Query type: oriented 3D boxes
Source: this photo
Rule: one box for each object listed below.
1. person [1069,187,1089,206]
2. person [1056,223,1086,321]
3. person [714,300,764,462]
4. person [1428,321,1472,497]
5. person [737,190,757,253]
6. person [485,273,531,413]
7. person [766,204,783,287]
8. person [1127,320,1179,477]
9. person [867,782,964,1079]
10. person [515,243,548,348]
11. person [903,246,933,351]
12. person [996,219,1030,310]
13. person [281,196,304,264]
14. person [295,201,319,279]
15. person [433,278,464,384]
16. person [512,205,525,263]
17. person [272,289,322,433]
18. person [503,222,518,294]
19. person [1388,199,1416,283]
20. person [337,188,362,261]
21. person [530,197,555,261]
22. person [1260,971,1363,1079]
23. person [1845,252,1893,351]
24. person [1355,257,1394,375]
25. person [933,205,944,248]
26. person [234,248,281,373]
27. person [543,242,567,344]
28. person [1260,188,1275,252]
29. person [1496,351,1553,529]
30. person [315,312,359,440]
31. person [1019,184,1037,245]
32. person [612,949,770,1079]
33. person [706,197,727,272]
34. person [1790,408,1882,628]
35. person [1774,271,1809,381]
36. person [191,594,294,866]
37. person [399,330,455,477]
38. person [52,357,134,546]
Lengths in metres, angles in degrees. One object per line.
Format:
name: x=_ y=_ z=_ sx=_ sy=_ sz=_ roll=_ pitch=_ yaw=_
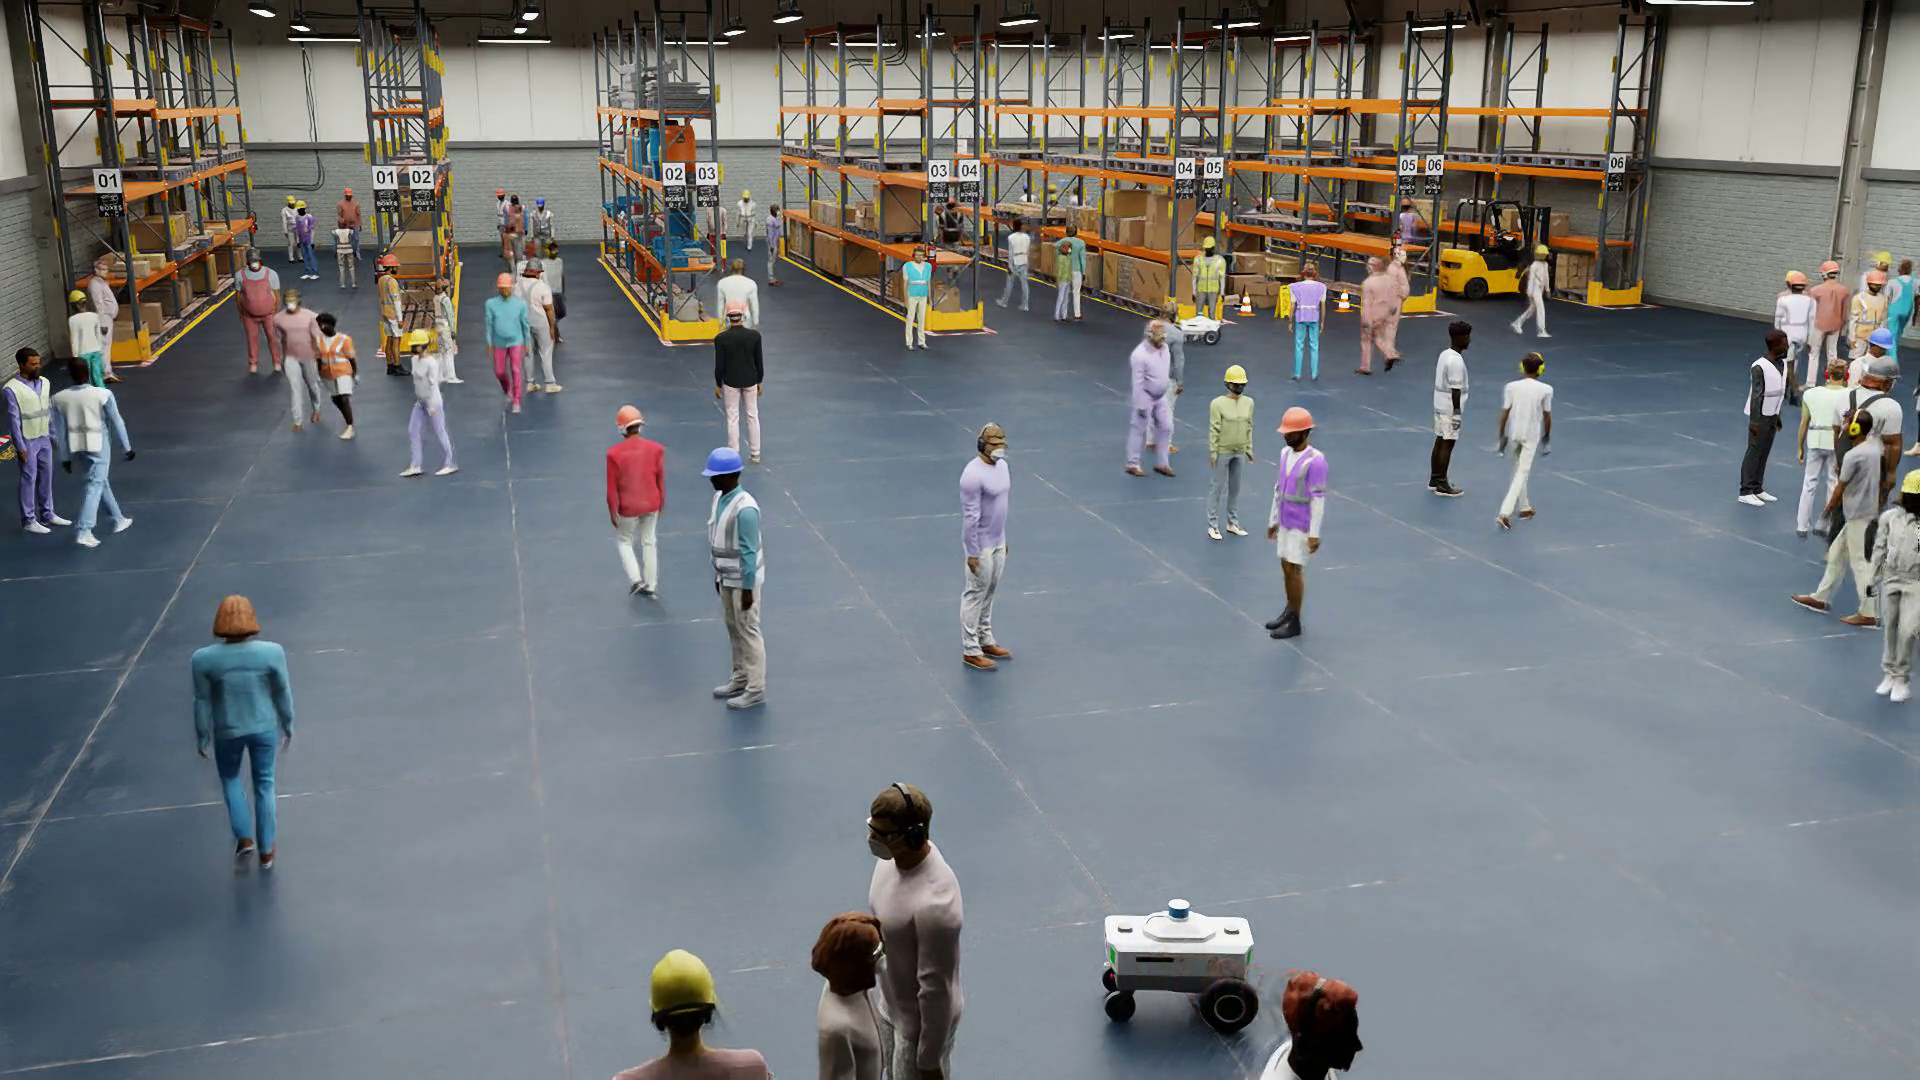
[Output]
person: x=3.495 y=-9.475 z=49.063 sx=0.635 sy=1.806 sz=0.647 roll=-5 pitch=16 yaw=-19
person: x=2.220 y=-5.347 z=33.255 sx=0.627 sy=1.940 sz=0.373 roll=5 pitch=16 yaw=17
person: x=-2.689 y=-1.915 z=20.248 sx=0.609 sy=1.986 sz=0.391 roll=-6 pitch=16 yaw=-22
person: x=5.505 y=-1.482 z=18.655 sx=0.364 sy=1.964 sz=0.612 roll=0 pitch=15 yaw=1
person: x=-6.163 y=-9.263 z=48.241 sx=0.597 sy=1.803 sz=0.667 roll=0 pitch=15 yaw=0
person: x=-6.401 y=-2.803 z=23.595 sx=0.631 sy=1.982 sz=0.537 roll=-2 pitch=15 yaw=-8
person: x=-4.411 y=-6.995 z=39.455 sx=0.369 sy=1.938 sz=0.630 roll=2 pitch=15 yaw=7
person: x=2.269 y=-1.638 z=19.428 sx=0.656 sy=1.870 sz=0.746 roll=-13 pitch=20 yaw=-41
person: x=-0.176 y=1.816 z=6.320 sx=0.374 sy=1.933 sz=0.625 roll=-5 pitch=16 yaw=-17
person: x=-7.554 y=-4.310 z=29.475 sx=0.542 sy=1.870 sz=0.621 roll=13 pitch=20 yaw=40
person: x=-0.756 y=-4.279 z=29.429 sx=0.563 sy=1.837 sz=0.395 roll=-9 pitch=17 yaw=-29
person: x=1.157 y=-5.826 z=35.161 sx=0.624 sy=1.874 sz=0.968 roll=-11 pitch=18 yaw=-35
person: x=-17.953 y=-8.348 z=44.788 sx=0.404 sy=1.822 sz=0.600 roll=9 pitch=17 yaw=31
person: x=-16.126 y=-7.381 z=40.947 sx=0.584 sy=1.919 sz=0.391 roll=8 pitch=17 yaw=28
person: x=-8.034 y=-3.262 z=25.981 sx=0.309 sy=1.641 sz=0.514 roll=-13 pitch=20 yaw=-41
person: x=-11.805 y=-8.131 z=44.365 sx=0.456 sy=1.605 sz=0.549 roll=-9 pitch=17 yaw=-30
person: x=-8.881 y=-2.451 z=22.446 sx=0.643 sy=1.906 sz=0.964 roll=-3 pitch=15 yaw=-10
person: x=-10.206 y=-6.403 z=37.818 sx=0.531 sy=1.631 sz=0.320 roll=13 pitch=20 yaw=40
person: x=10.720 y=-7.275 z=40.416 sx=0.634 sy=1.988 sz=1.042 roll=-7 pitch=16 yaw=-25
person: x=-16.683 y=-8.631 z=45.525 sx=0.613 sy=1.986 sz=0.406 roll=-8 pitch=17 yaw=-28
person: x=-10.517 y=-7.645 z=41.891 sx=0.603 sy=1.943 sz=0.398 roll=0 pitch=15 yaw=-1
person: x=1.037 y=2.181 z=5.069 sx=0.405 sy=1.871 sz=0.584 roll=7 pitch=17 yaw=26
person: x=15.876 y=-4.109 z=28.884 sx=0.585 sy=1.792 sz=0.922 roll=-2 pitch=15 yaw=-7
person: x=6.672 y=-3.584 z=26.704 sx=0.661 sy=1.890 sz=0.541 roll=-10 pitch=18 yaw=-32
person: x=-0.557 y=-8.011 z=43.883 sx=0.280 sy=1.624 sz=0.494 roll=-3 pitch=15 yaw=-11
person: x=-11.370 y=-3.733 z=26.985 sx=0.685 sy=2.000 sz=0.535 roll=-5 pitch=16 yaw=-19
person: x=-7.421 y=-4.501 z=30.255 sx=0.582 sy=1.847 sz=0.519 roll=10 pitch=18 yaw=34
person: x=8.760 y=-9.203 z=47.812 sx=0.390 sy=1.918 sz=0.580 roll=-14 pitch=20 yaw=-42
person: x=5.834 y=-1.042 z=17.282 sx=0.968 sy=1.828 sz=0.494 roll=-14 pitch=20 yaw=-42
person: x=-8.184 y=-2.195 z=21.945 sx=0.531 sy=1.660 sz=0.730 roll=3 pitch=15 yaw=12
person: x=1.959 y=-9.416 z=48.569 sx=0.604 sy=1.937 sz=0.403 roll=-9 pitch=17 yaw=-30
person: x=-0.815 y=2.200 z=5.281 sx=0.538 sy=1.727 sz=0.729 roll=-4 pitch=15 yaw=-14
person: x=-6.255 y=-7.884 z=42.693 sx=0.608 sy=1.995 sz=0.377 roll=7 pitch=16 yaw=24
person: x=7.486 y=-0.202 z=14.111 sx=0.537 sy=1.827 sz=0.882 roll=-13 pitch=20 yaw=-41
person: x=13.007 y=-3.354 z=26.132 sx=0.540 sy=1.735 sz=0.793 roll=1 pitch=15 yaw=4
person: x=-4.124 y=1.098 z=9.606 sx=0.532 sy=1.618 sz=0.368 roll=-6 pitch=16 yaw=-23
person: x=-6.316 y=-1.585 z=19.475 sx=0.566 sy=1.739 sz=0.740 roll=13 pitch=20 yaw=40
person: x=-8.727 y=-0.904 z=16.699 sx=0.599 sy=1.865 sz=1.051 roll=1 pitch=15 yaw=5
